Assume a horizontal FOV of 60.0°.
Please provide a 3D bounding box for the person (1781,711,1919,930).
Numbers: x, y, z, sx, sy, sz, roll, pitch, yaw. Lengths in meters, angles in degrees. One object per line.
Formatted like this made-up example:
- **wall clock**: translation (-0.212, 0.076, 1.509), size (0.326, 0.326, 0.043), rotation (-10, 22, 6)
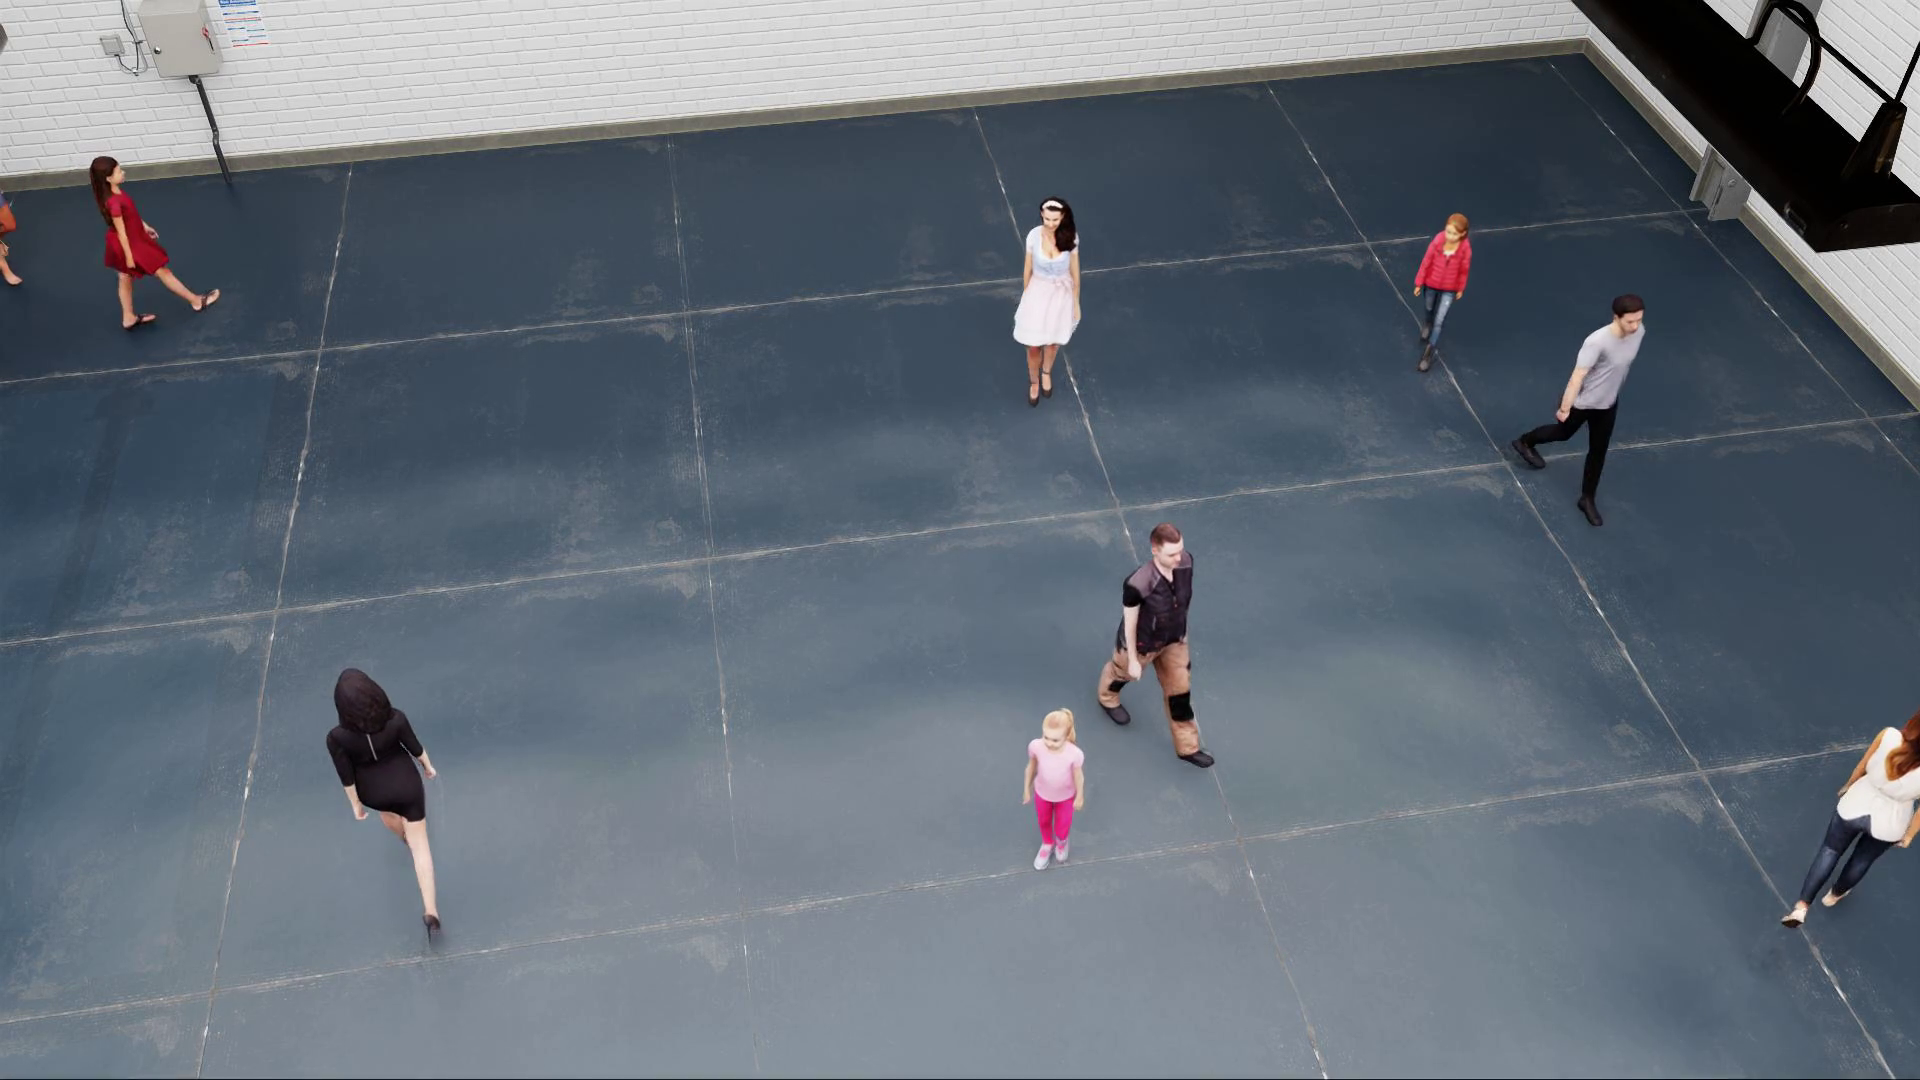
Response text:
- **person**: translation (4.913, 1.546, 9.032), size (0.960, 1.767, 0.971), rotation (-33, 53, -30)

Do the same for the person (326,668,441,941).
- **person**: translation (-3.097, 1.464, 9.124), size (0.727, 1.759, 1.165), rotation (-14, 45, -14)

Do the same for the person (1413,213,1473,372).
- **person**: translation (3.811, -2.037, 13.139), size (0.850, 1.289, 0.988), rotation (18, 47, 18)

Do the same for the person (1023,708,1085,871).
- **person**: translation (0.559, 1.394, 9.556), size (0.586, 1.264, 0.629), rotation (13, 45, 13)

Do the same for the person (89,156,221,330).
- **person**: translation (-6.716, -2.339, 13.296), size (0.853, 1.511, 1.016), rotation (-24, 49, -23)

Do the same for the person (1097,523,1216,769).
- **person**: translation (1.093, 0.537, 10.074), size (0.997, 1.790, 1.261), rotation (-25, 49, -24)

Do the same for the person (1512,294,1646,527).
- **person**: translation (4.390, -1.049, 11.726), size (0.883, 1.808, 1.250), rotation (-19, 47, -19)

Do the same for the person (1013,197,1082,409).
- **person**: translation (0.676, -1.849, 12.570), size (0.726, 1.802, 0.850), rotation (-2, 44, -2)
